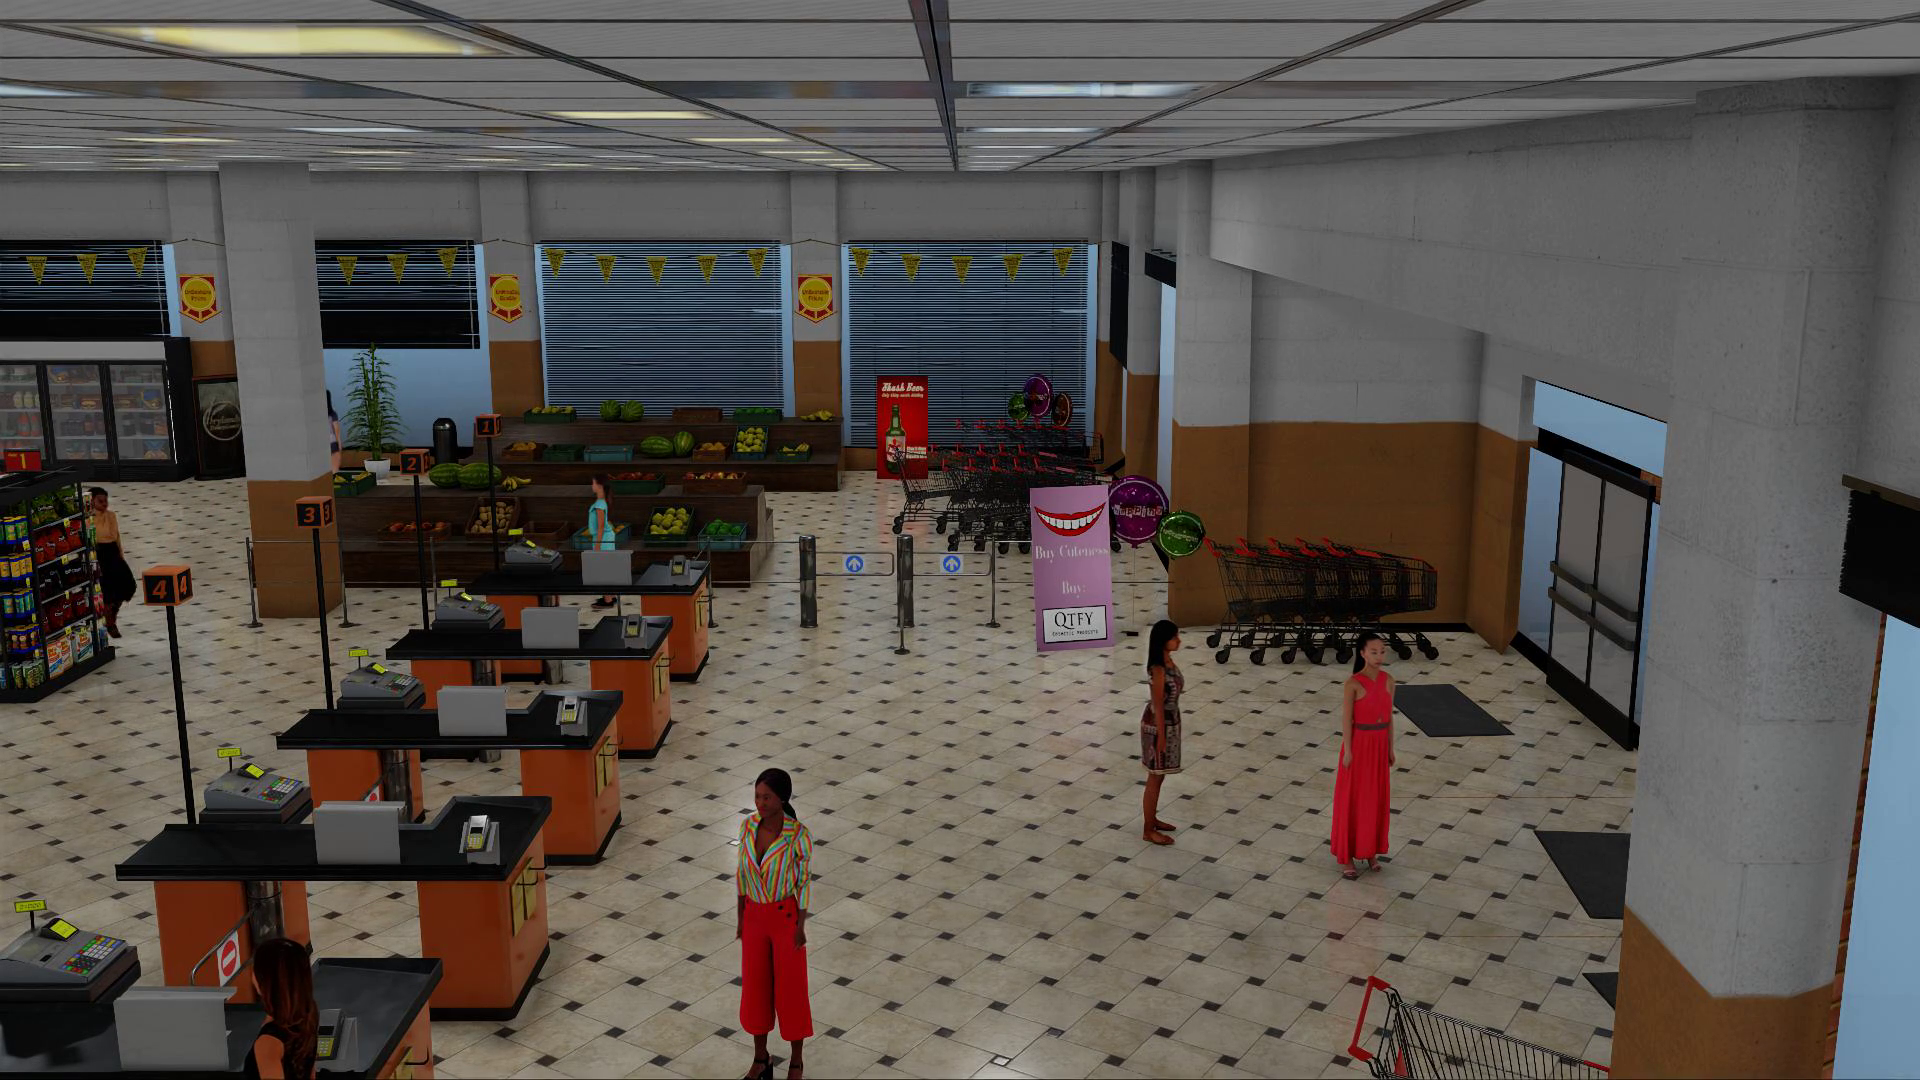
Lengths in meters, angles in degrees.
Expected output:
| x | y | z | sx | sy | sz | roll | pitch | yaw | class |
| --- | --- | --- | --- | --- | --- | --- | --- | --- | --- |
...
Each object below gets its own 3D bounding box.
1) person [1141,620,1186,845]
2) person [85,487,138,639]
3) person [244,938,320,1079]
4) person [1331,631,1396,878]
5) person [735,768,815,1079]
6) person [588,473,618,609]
| x | y | z | sx | sy | sz | roll | pitch | yaw | class |
| --- | --- | --- | --- | --- | --- | --- | --- | --- | --- |
| 1.471 | 1.383 | 12.212 | 0.600 | 1.644 | 0.693 | 3 | 12 | 12 | person |
| -9.097 | 0.246 | 17.619 | 0.745 | 1.642 | 0.693 | 4 | 12 | 17 | person |
| -2.656 | 2.456 | 6.655 | 0.524 | 1.835 | 0.583 | 1 | 12 | 3 | person |
| 2.820 | 1.478 | 11.563 | 0.632 | 1.728 | 0.753 | -5 | 13 | -22 | person |
| -0.972 | 2.047 | 8.699 | 0.571 | 1.793 | 0.717 | 4 | 12 | 18 | person |
| -4.073 | -0.003 | 19.006 | 0.555 | 1.557 | 0.561 | 1 | 12 | 6 | person |
